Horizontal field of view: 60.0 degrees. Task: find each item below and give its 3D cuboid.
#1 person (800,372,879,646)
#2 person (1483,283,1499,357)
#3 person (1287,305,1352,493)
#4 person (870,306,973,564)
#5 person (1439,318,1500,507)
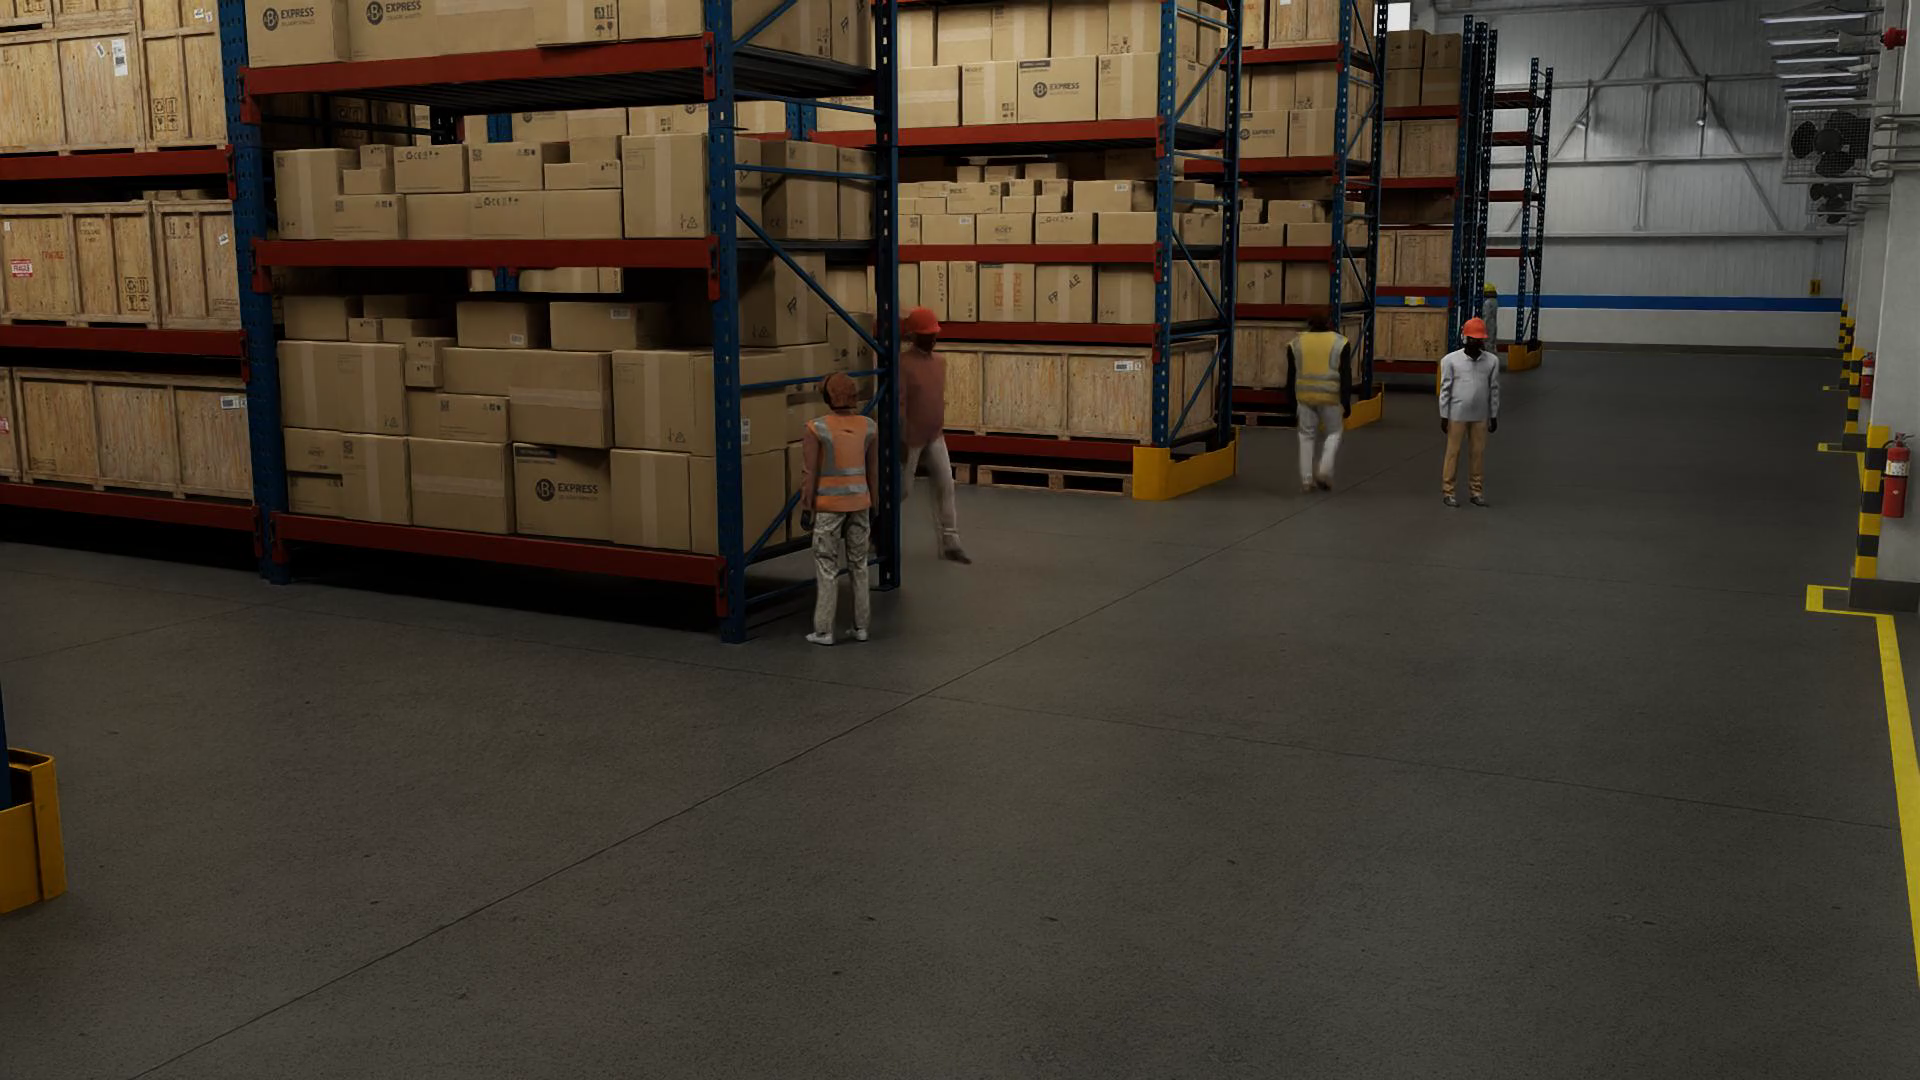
[{"bbox_3d":[-0.708,-0.181,9.910,0.524,1.631,0.315,-6,12,-33],"label":"person"},{"bbox_3d":[10.284,-4.113,32.352,0.318,1.740,0.488,8,13,39],"label":"person"},{"bbox_3d":[3.507,-1.365,16.200,0.662,1.822,0.507,5,11,26],"label":"person"},{"bbox_3d":[-0.365,-0.804,12.642,0.976,1.948,0.634,8,13,40],"label":"person"},{"bbox_3d":[4.677,-1.163,15.267,0.566,1.744,0.349,-1,10,-5],"label":"person"}]
